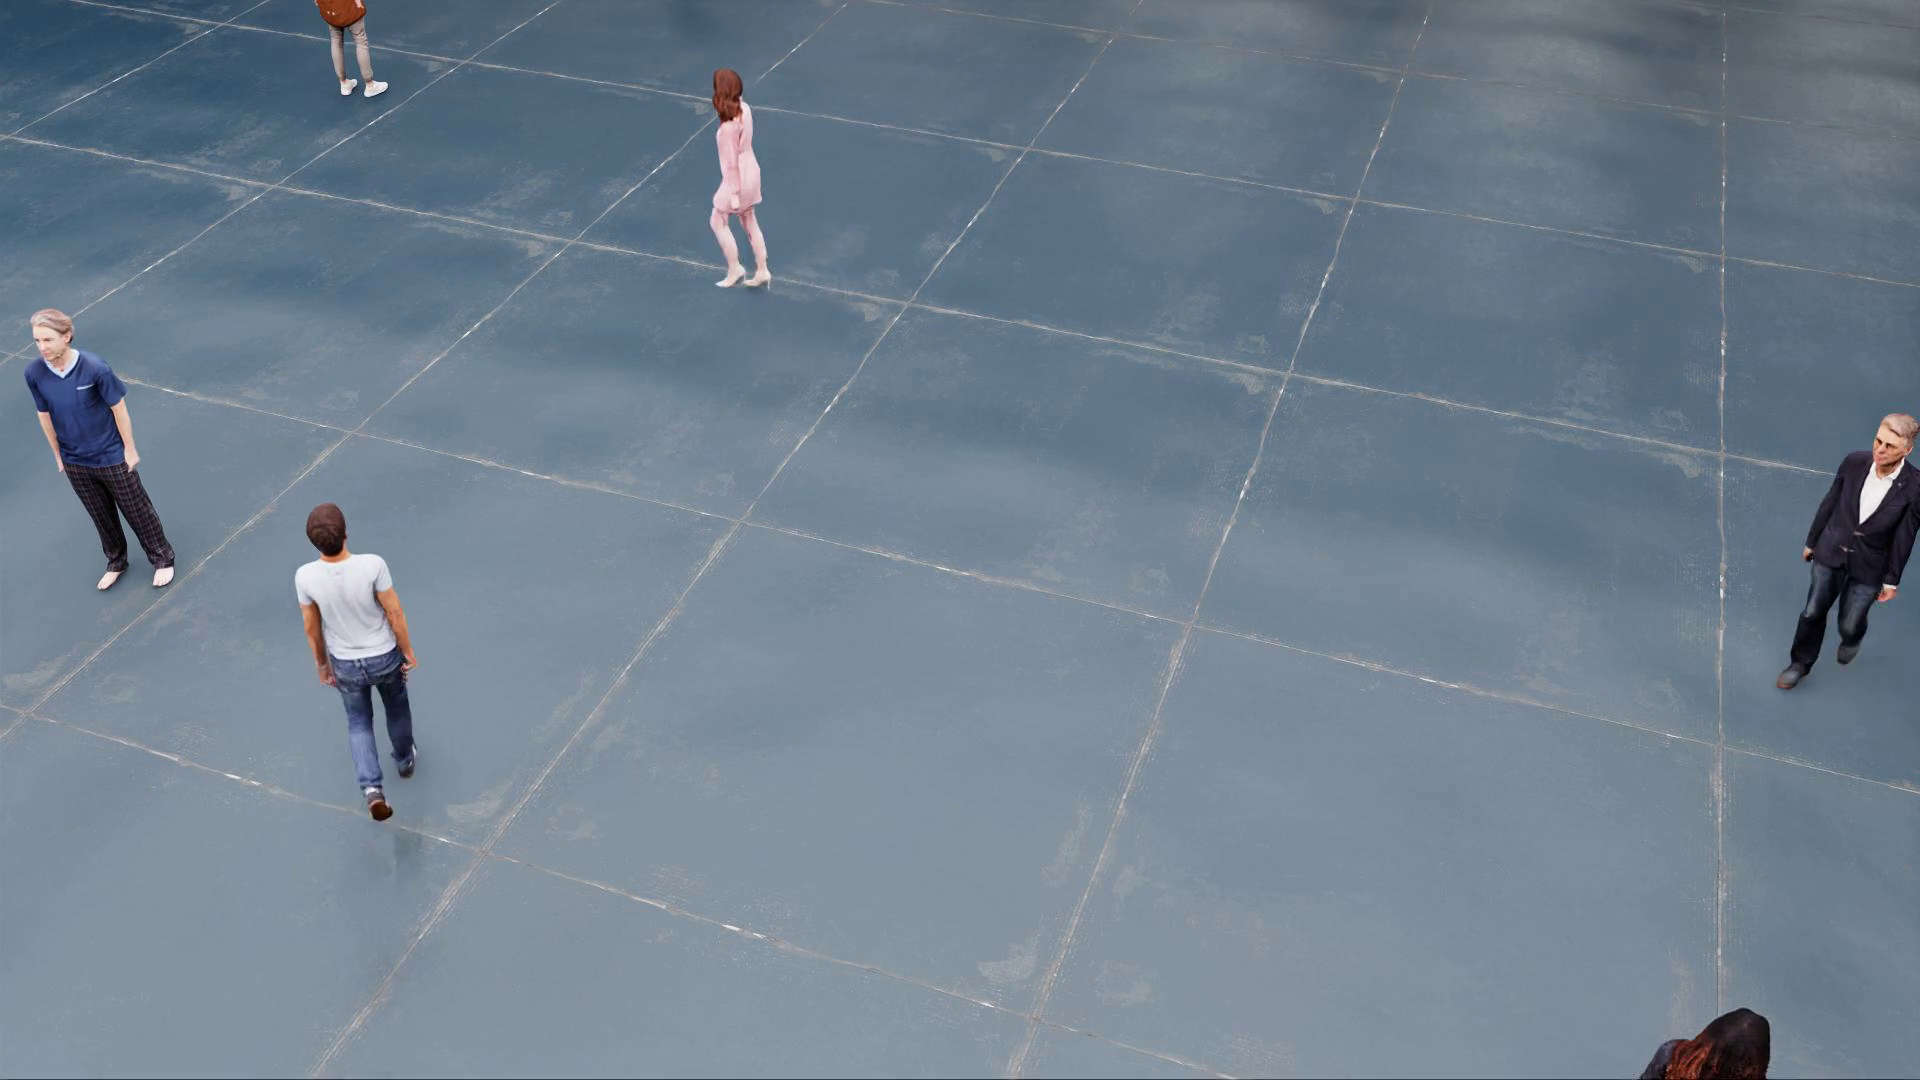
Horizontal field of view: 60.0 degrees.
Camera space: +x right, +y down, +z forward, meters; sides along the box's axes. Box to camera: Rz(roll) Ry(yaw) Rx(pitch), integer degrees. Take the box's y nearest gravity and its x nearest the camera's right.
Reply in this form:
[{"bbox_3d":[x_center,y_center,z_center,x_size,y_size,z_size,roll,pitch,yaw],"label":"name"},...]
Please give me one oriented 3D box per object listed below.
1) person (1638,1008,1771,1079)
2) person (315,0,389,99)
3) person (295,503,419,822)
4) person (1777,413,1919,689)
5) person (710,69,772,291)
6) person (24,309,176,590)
[{"bbox_3d":[2.731,2.373,6.319,0.843,1.610,1.096,26,45,29],"label":"person"},{"bbox_3d":[-5.861,-5.094,15.677,0.716,1.839,0.713,10,39,12],"label":"person"},{"bbox_3d":[-2.985,0.633,8.348,0.960,1.850,1.096,-9,39,-11],"label":"person"},{"bbox_3d":[4.962,0.054,9.128,0.979,1.801,0.902,-28,46,-31],"label":"person"},{"bbox_3d":[-1.592,-2.694,12.654,0.737,1.784,0.633,8,39,10],"label":"person"},{"bbox_3d":[-5.102,-0.526,9.813,0.736,1.872,0.706,-3,38,-4],"label":"person"}]
